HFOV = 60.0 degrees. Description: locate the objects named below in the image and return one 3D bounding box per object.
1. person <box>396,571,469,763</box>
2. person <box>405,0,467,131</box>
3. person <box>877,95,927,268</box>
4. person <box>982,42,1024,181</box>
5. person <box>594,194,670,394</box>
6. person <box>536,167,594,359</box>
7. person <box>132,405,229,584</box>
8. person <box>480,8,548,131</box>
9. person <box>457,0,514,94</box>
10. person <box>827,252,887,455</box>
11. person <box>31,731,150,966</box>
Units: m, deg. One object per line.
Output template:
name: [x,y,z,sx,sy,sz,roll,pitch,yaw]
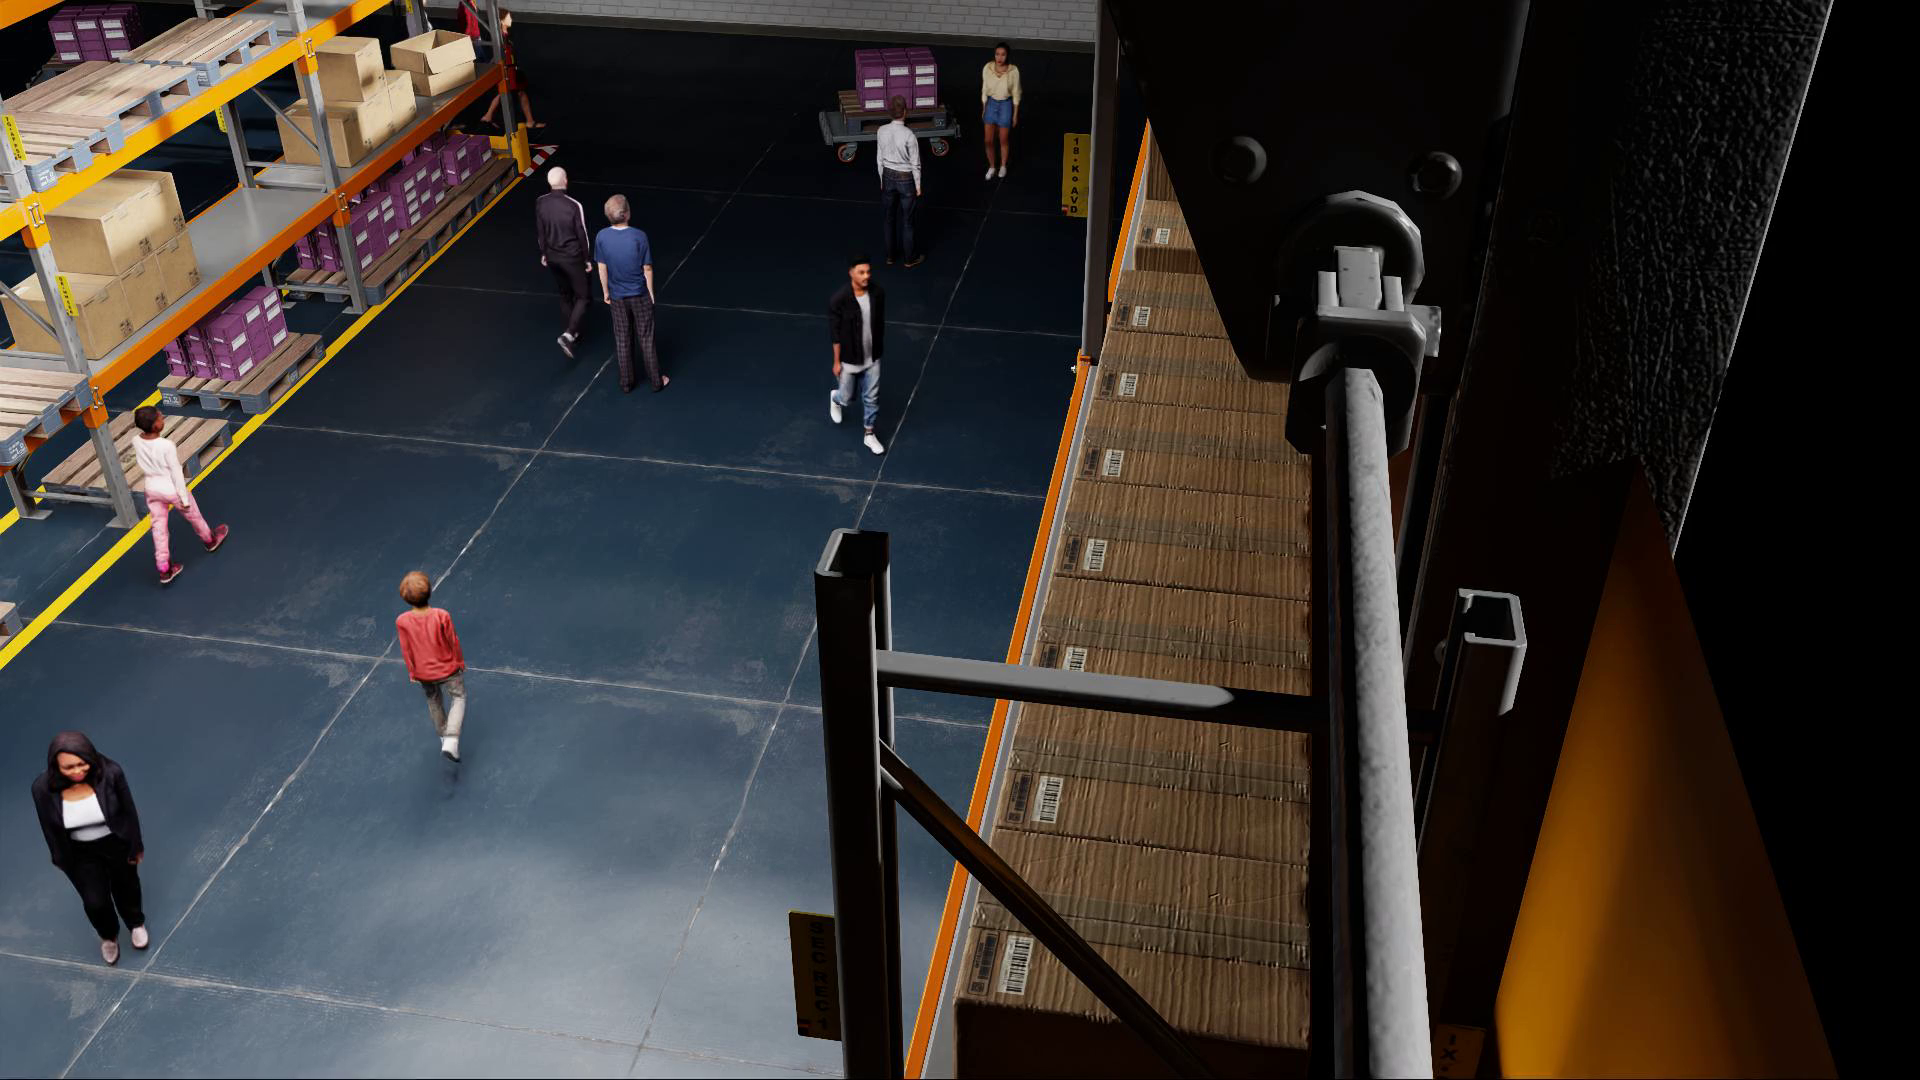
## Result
person: [-3.396,0.853,10.752,0.632,1.407,0.797,-3,34,-5]
person: [-6.650,-5.866,20.481,1.160,1.828,1.099,-21,39,-28]
person: [-0.629,-3.737,17.287,0.708,1.818,0.662,15,36,21]
person: [0.493,-5.026,19.411,0.686,1.613,0.687,9,35,13]
person: [-2.959,-2.198,14.924,0.689,1.870,0.581,2,34,3]
person: [-3.699,-2.544,15.494,0.746,1.816,1.017,9,35,13]
person: [-6.029,-0.341,12.543,0.556,1.413,0.953,6,34,9]
person: [-5.704,-5.832,20.701,0.918,1.528,1.034,-11,35,-15]
person: [-6.265,-6.480,21.616,1.008,1.594,1.130,-10,35,-14]
person: [-0.907,-1.635,14.147,0.998,1.793,1.109,-15,37,-22]
person: [-4.857,1.656,9.370,0.766,1.601,0.825,-19,38,-27]
